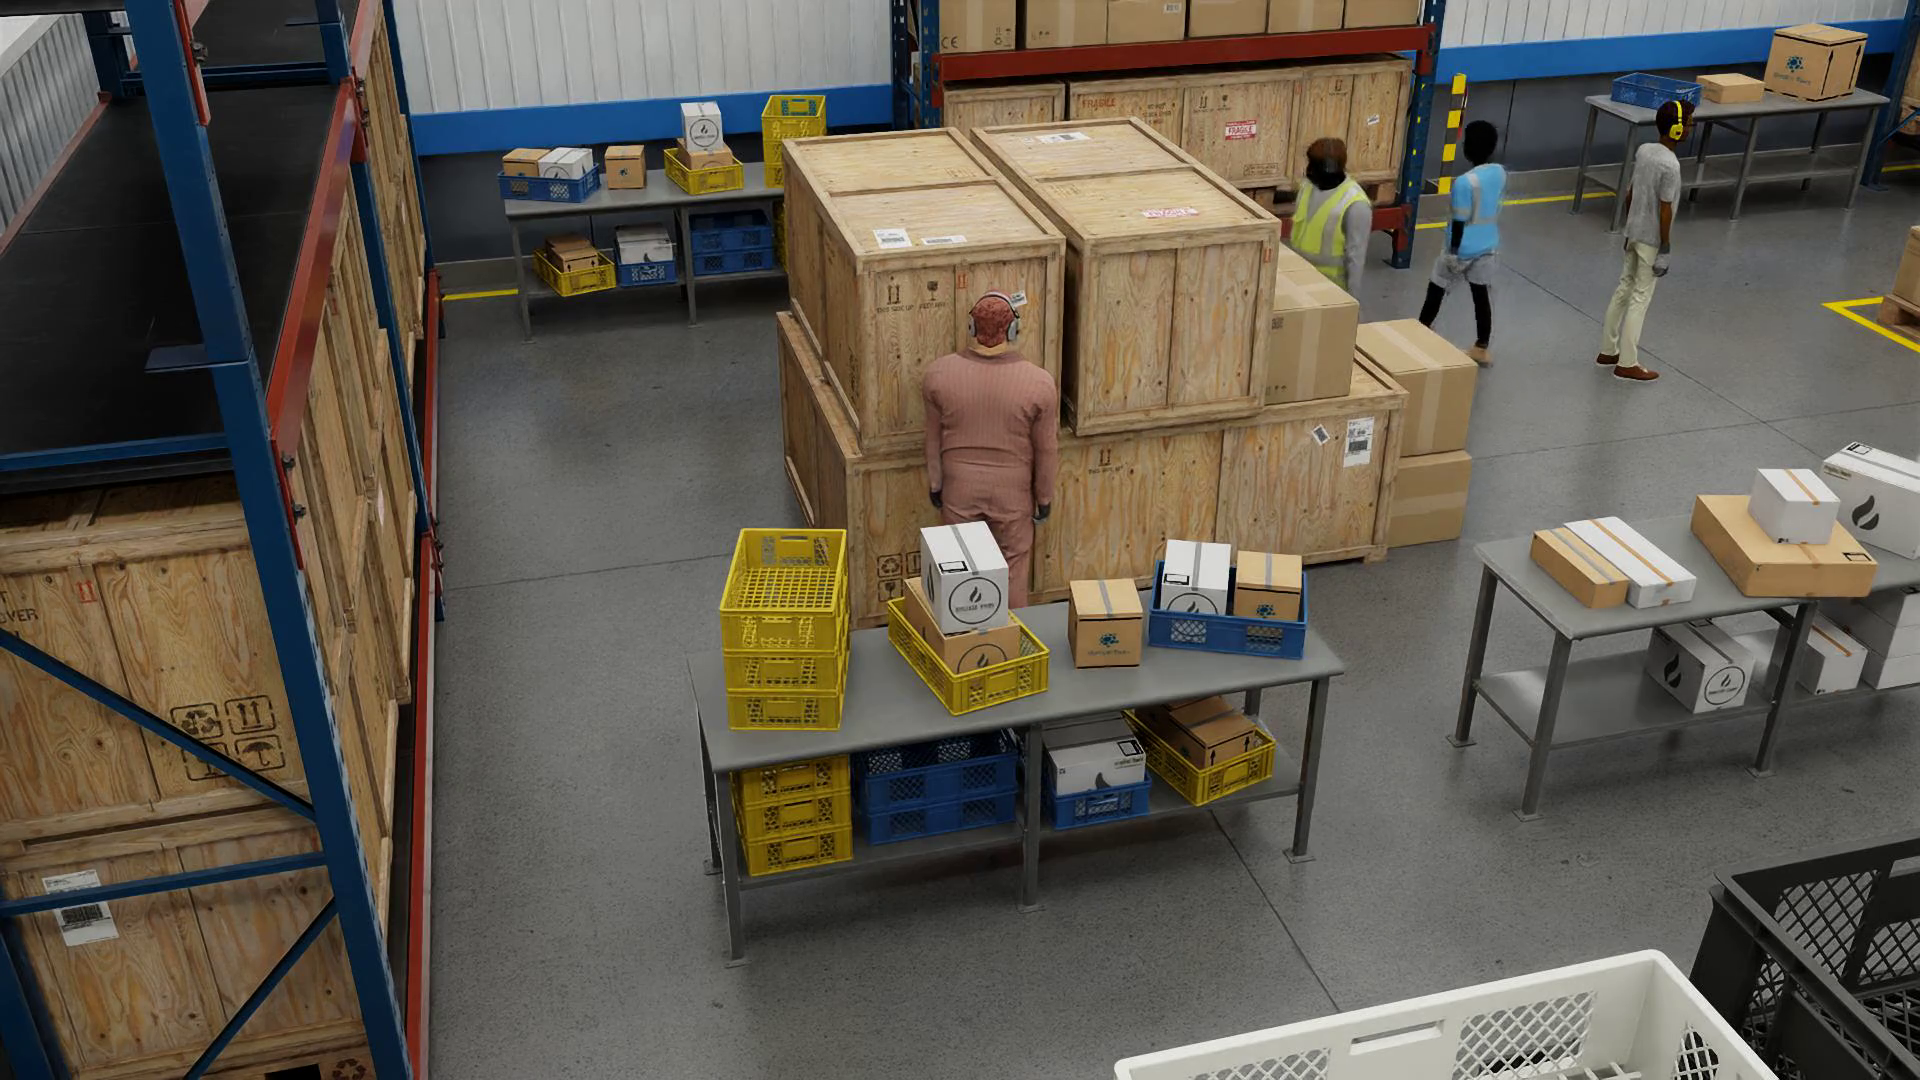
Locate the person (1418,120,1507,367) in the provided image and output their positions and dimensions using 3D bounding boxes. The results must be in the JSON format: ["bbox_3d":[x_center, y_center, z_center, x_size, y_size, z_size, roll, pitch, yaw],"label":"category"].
[{"bbox_3d":[3.394,-2.028,11.330,0.547,1.666,0.743,-22,35,-34],"label":"person"}]

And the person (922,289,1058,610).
[{"bbox_3d":[0.147,-0.275,7.920,0.636,1.900,0.401,5,29,9],"label":"person"}]

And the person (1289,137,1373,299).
[{"bbox_3d":[2.261,-1.607,10.406,0.430,1.836,0.640,-13,31,-22],"label":"person"}]

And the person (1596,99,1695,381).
[{"bbox_3d":[4.579,-1.984,11.044,0.329,1.872,0.507,-4,29,-7],"label":"person"}]
